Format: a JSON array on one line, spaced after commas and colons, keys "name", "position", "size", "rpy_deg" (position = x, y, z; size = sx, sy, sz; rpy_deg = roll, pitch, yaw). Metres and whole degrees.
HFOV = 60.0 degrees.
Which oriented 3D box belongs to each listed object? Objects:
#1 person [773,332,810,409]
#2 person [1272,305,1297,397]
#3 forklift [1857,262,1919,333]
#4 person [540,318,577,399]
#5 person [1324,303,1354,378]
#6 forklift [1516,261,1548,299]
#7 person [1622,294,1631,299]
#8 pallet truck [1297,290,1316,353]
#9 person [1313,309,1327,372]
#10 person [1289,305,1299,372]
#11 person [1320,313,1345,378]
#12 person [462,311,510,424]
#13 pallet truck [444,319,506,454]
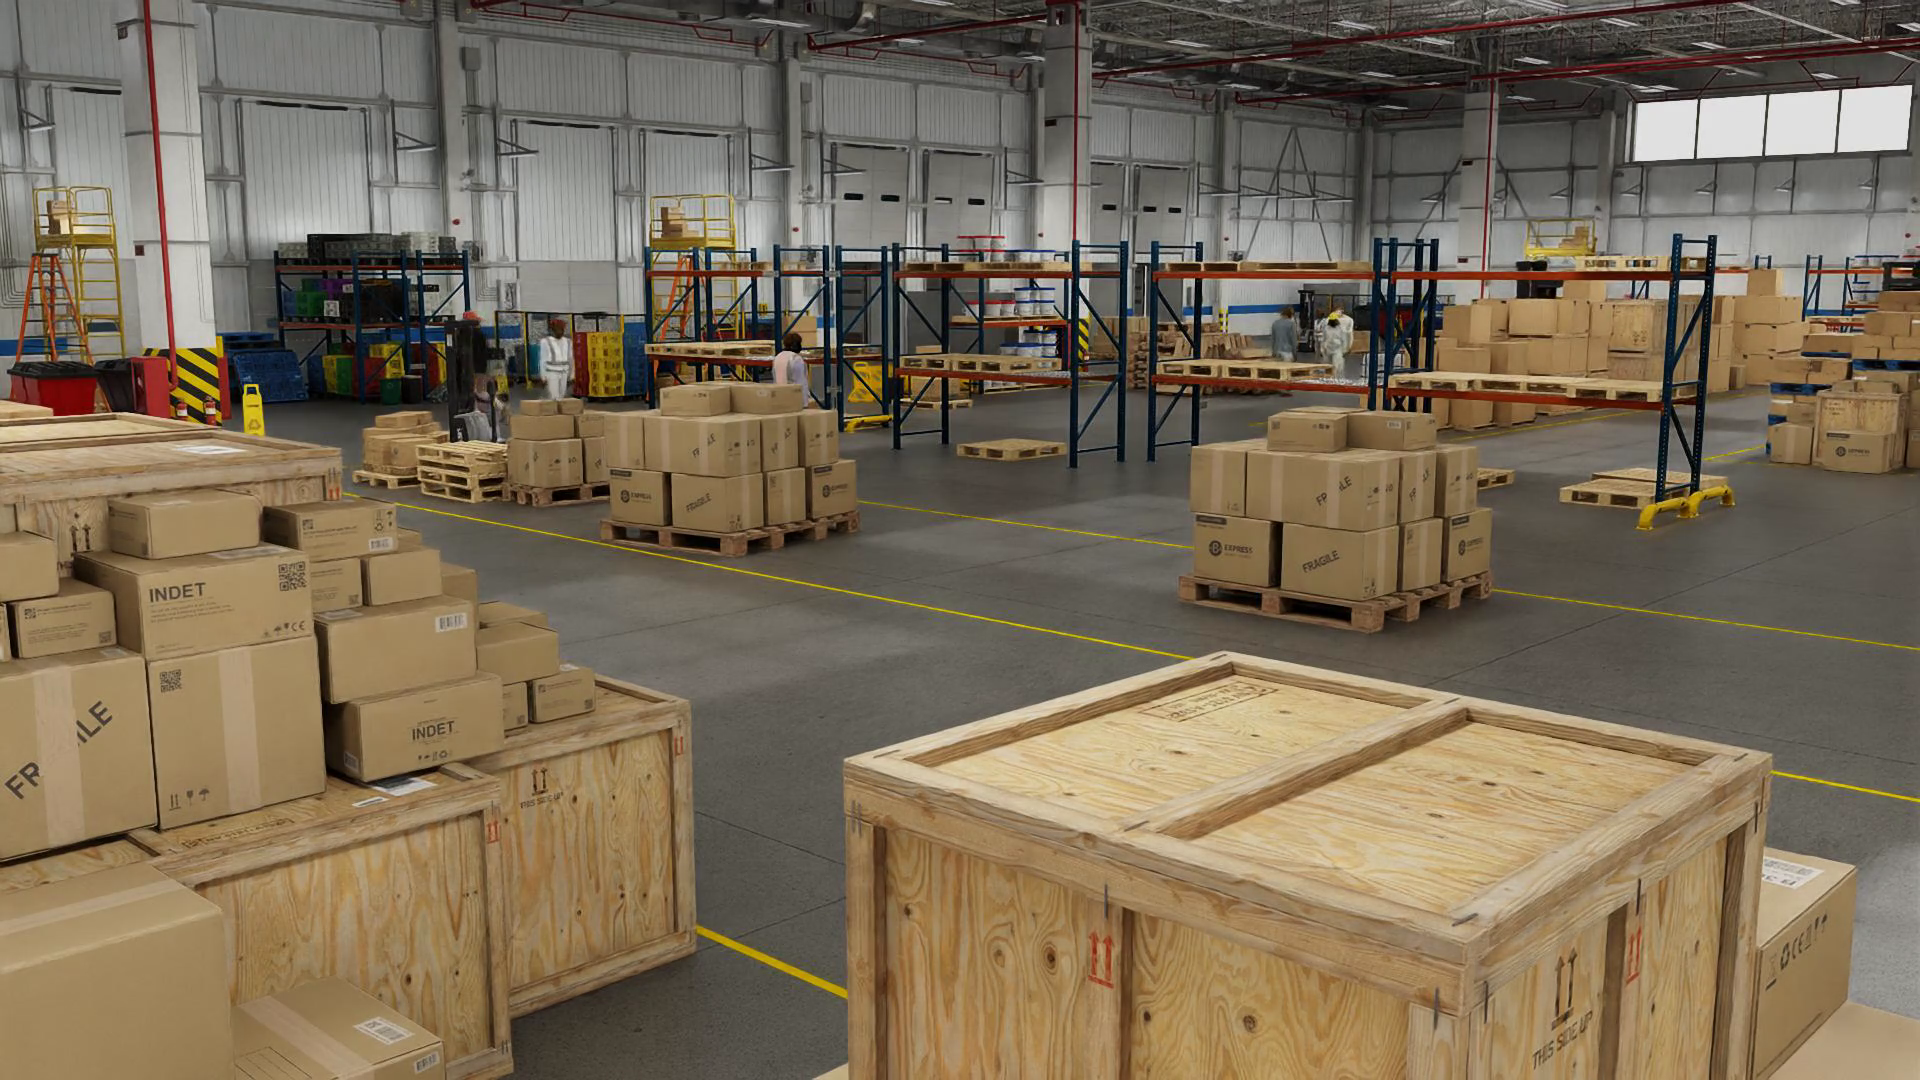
[{"name": "person", "position": [-2.144, -1.753, 21.473], "size": [0.429, 1.844, 0.626], "rpy_deg": [-8, 12, -39]}, {"name": "person", "position": [6.650, -3.881, 34.282], "size": [0.583, 1.917, 0.642], "rpy_deg": [-6, 11, -33]}, {"name": "forklift", "position": [23.395, -5.530, 41.453], "size": [1.129, 2.768, 1.873], "rpy_deg": [0, 9, -3]}, {"name": "person", "position": [-6.439, -2.618, 26.699], "size": [0.464, 1.865, 0.576], "rpy_deg": [7, 12, 38]}, {"name": "person", "position": [8.545, -4.404, 37.541], "size": [0.644, 1.911, 0.848], "rpy_deg": [2, 9, 13]}, {"name": "forklift", "position": [12.925, -4.937, 37.812], "size": [1.873, 2.768, 1.129], "rpy_deg": [9, 13, 43]}, {"name": "person", "position": [20.425, -6.583, 50.896], "size": [0.551, 1.910, 0.910], "rpy_deg": [-6, 11, -32]}, {"name": "pallet truck", "position": [11.297, -6.951, 52.861], "size": [1.885, 1.965, 0.823], "rpy_deg": [-5, 11, -29]}, {"name": "person", "position": [9.349, -5.180, 43.129], "size": [0.311, 1.633, 0.519], "rpy_deg": [-5, 10, -27]}, {"name": "person", "position": [7.539, -4.471, 38.194], "size": [0.520, 1.824, 0.628], "rpy_deg": [0, 9, -2]}, {"name": "person", "position": [8.223, -4.162, 36.691], "size": [0.504, 1.696, 0.920], "rpy_deg": [5, 10, 27]}, {"name": "person", "position": [-8.036, -2.862, 27.913], "size": [0.781, 1.964, 0.621], "rpy_deg": [1, 9, 6]}, {"name": "pallet truck", "position": [-6.981, -1.942, 22.150], "size": [1.885, 1.965, 0.823], "rpy_deg": [1, 9, 9]}]
